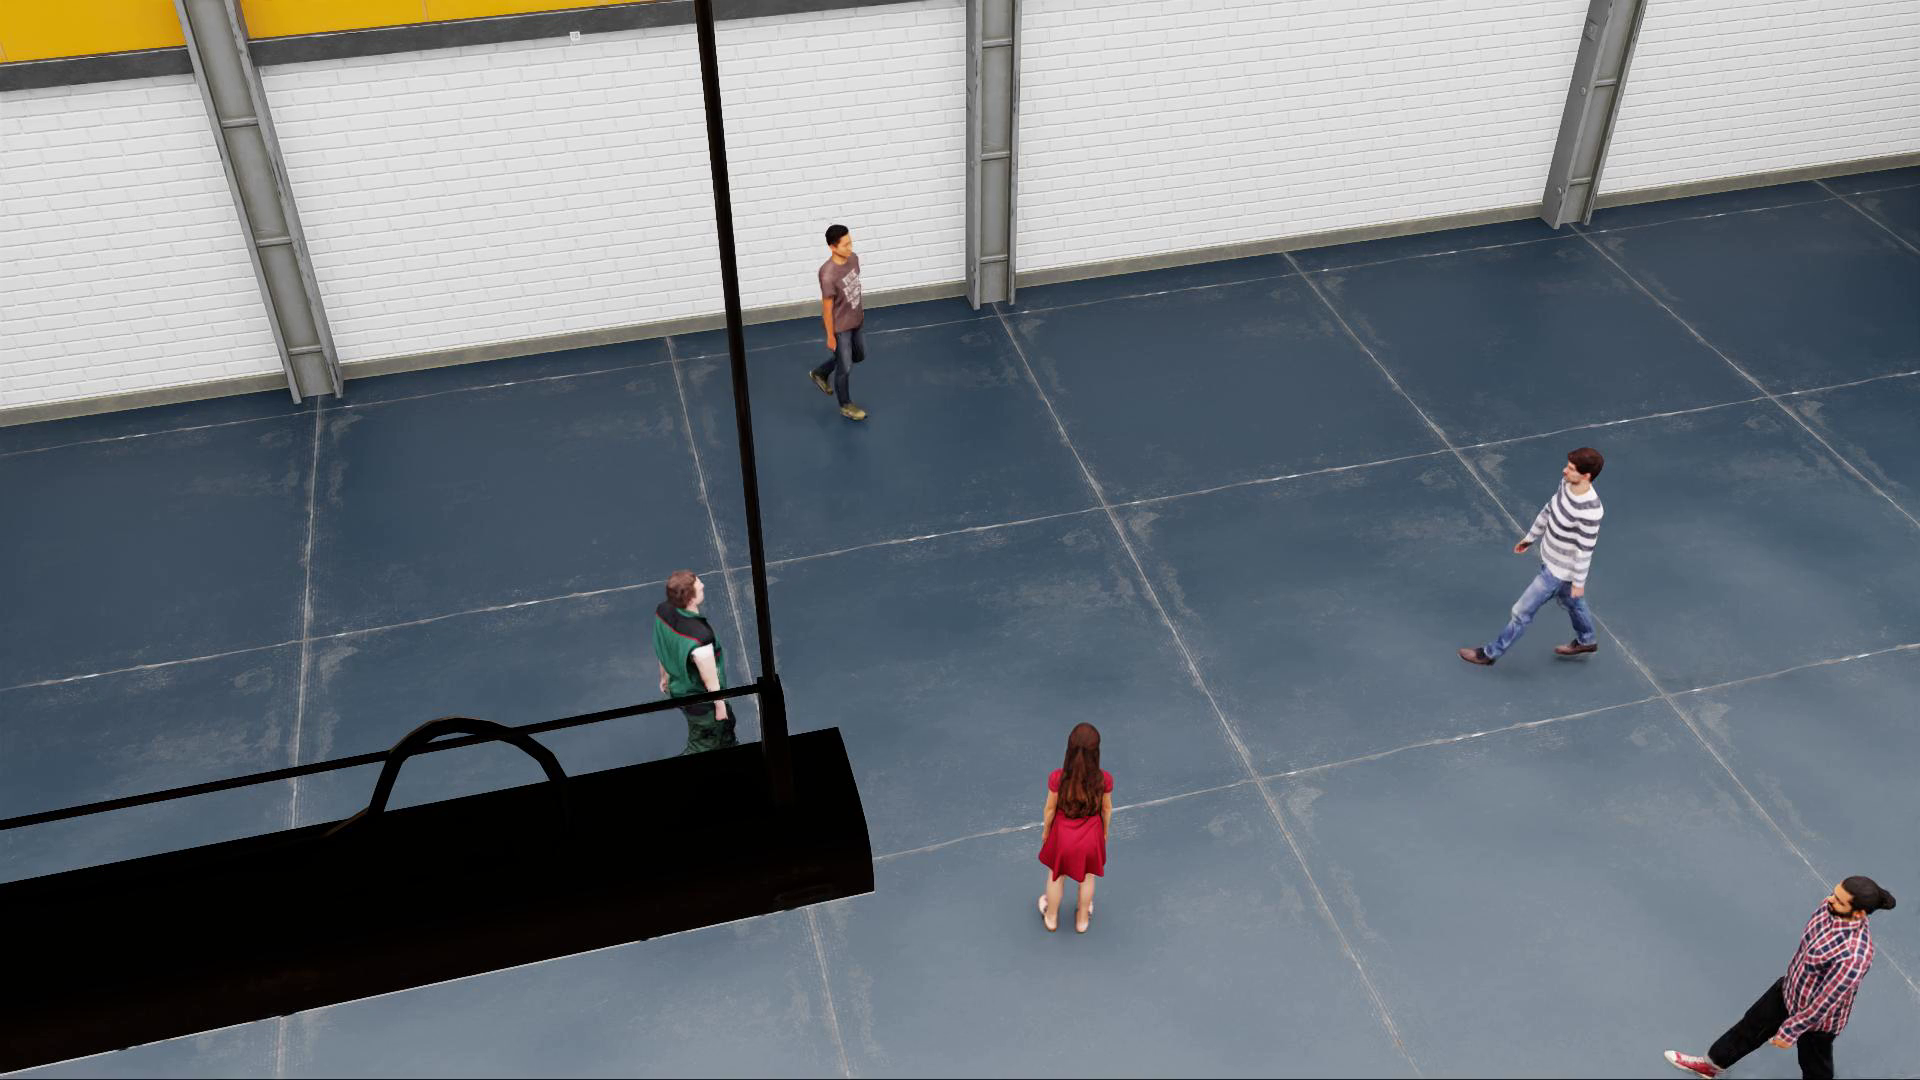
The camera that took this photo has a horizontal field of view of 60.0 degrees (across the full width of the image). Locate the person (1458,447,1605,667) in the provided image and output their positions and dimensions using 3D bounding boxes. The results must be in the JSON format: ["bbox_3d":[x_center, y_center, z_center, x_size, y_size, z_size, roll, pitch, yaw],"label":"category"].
[{"bbox_3d":[4.082,0.154,11.056,1.306,1.798,0.927,1,39,2],"label":"person"}]

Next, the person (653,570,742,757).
[{"bbox_3d":[-1.643,0.960,10.040,1.236,1.806,0.985,-28,46,-30],"label":"person"}]

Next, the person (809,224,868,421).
[{"bbox_3d":[-1.029,-1.794,13.521,0.963,1.764,0.900,19,42,22],"label":"person"}]

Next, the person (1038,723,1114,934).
[{"bbox_3d":[0.651,1.648,9.383,0.593,1.551,0.664,-2,39,-3],"label":"person"}]

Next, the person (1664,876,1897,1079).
[{"bbox_3d":[4.378,2.336,8.381,1.174,1.726,0.967,4,39,5],"label":"person"}]
